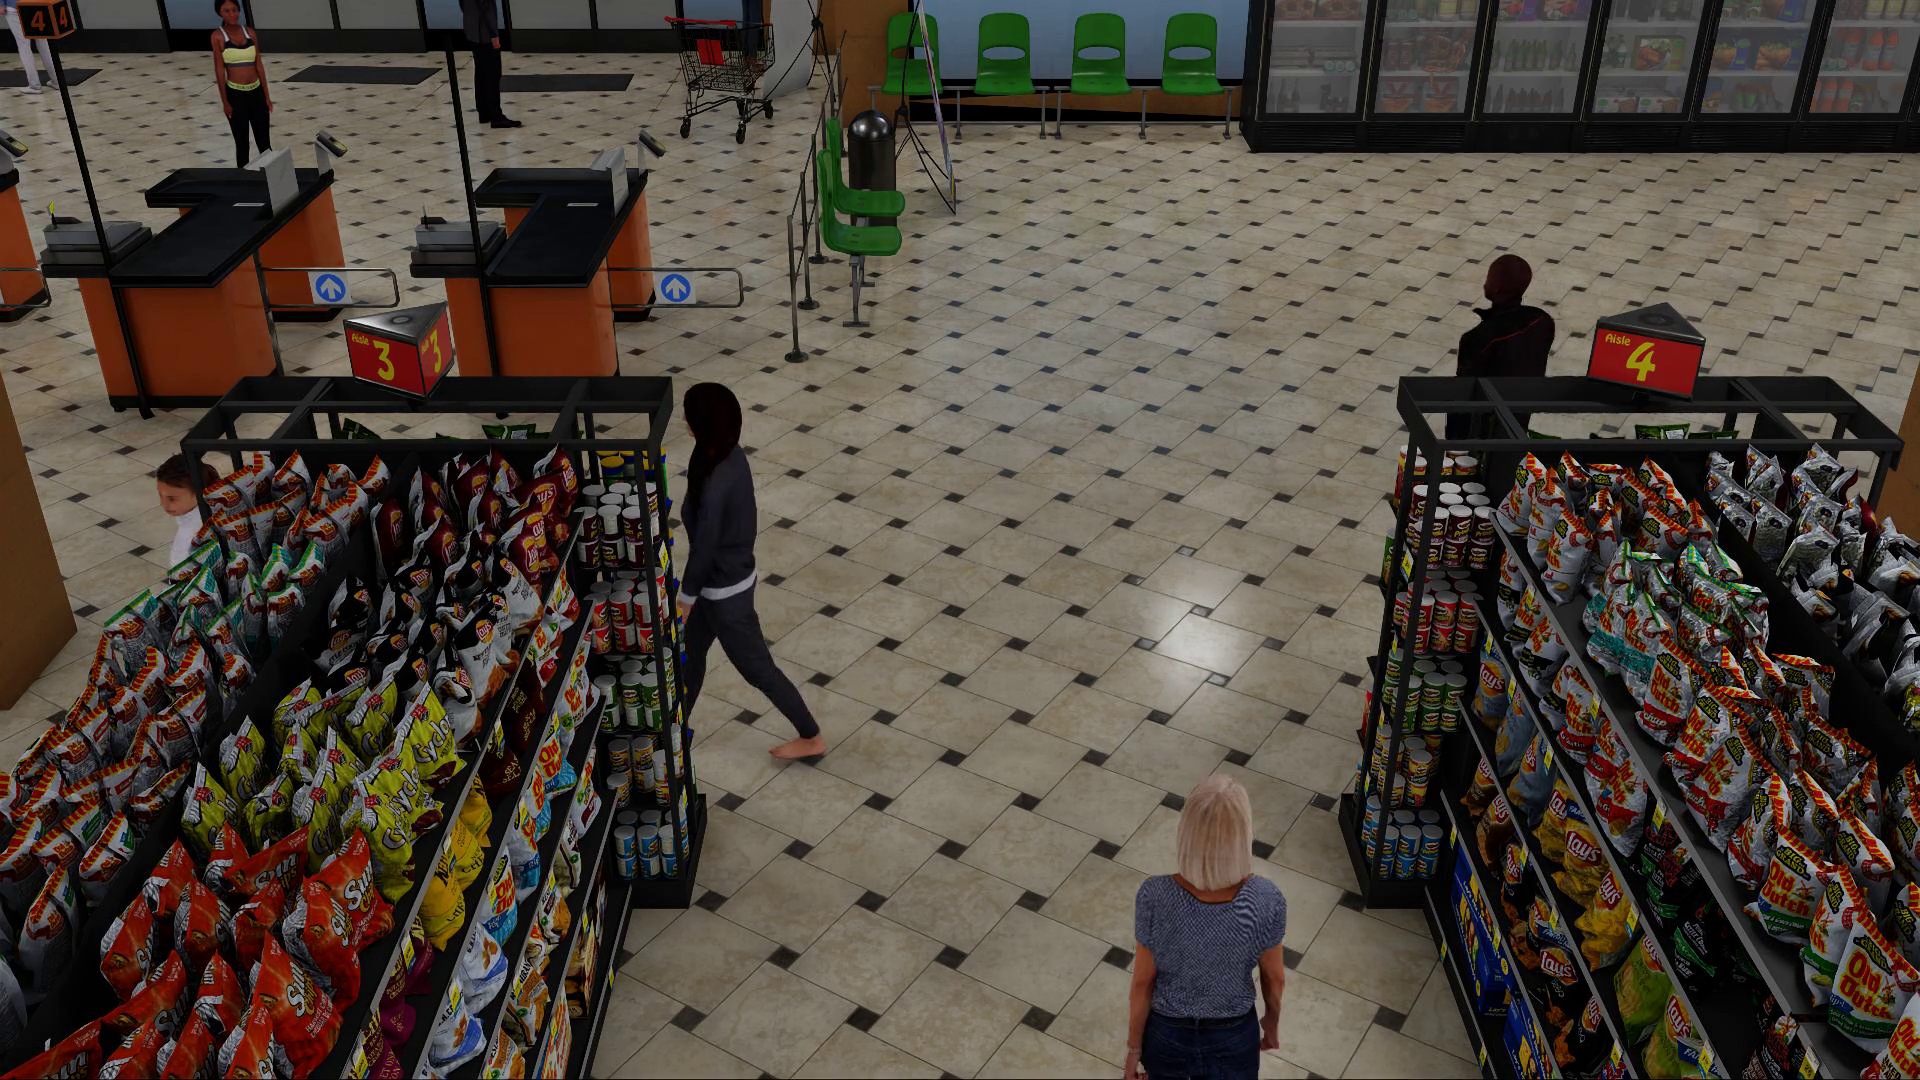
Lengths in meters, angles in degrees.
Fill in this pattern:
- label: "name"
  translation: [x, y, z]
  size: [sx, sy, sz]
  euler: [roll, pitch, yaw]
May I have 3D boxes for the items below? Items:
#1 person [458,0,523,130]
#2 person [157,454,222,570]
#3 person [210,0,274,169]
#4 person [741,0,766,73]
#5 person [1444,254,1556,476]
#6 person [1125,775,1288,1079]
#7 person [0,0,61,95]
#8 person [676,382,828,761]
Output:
- label: "person"
  translation: [-4.661, -4.988, 16.262]
  size: [0.869, 1.841, 0.779]
  euler: [-21, 35, -34]
- label: "person"
  translation: [-2.965, 0.319, 6.855]
  size: [0.713, 1.541, 0.653]
  euler: [-23, 36, -36]
- label: "person"
  translation: [-6.014, -3.697, 13.988]
  size: [0.640, 1.755, 0.695]
  euler: [-24, 37, -37]
- label: "person"
  translation: [-2.315, -6.110, 18.370]
  size: [0.729, 1.791, 0.613]
  euler: [-15, 32, -25]
- label: "person"
  translation: [2.627, -0.486, 8.057]
  size: [0.969, 1.804, 1.123]
  euler: [-14, 32, -25]
- label: "person"
  translation: [0.667, 1.467, 4.616]
  size: [0.706, 1.672, 1.157]
  euler: [4, 29, 8]
- label: "person"
  translation: [-9.846, -5.655, 17.436]
  size: [0.801, 1.888, 0.691]
  euler: [16, 32, 27]
- label: "person"
  translation: [-0.886, 0.203, 6.878]
  size: [0.731, 1.724, 1.058]
  euler: [-2, 29, -4]
